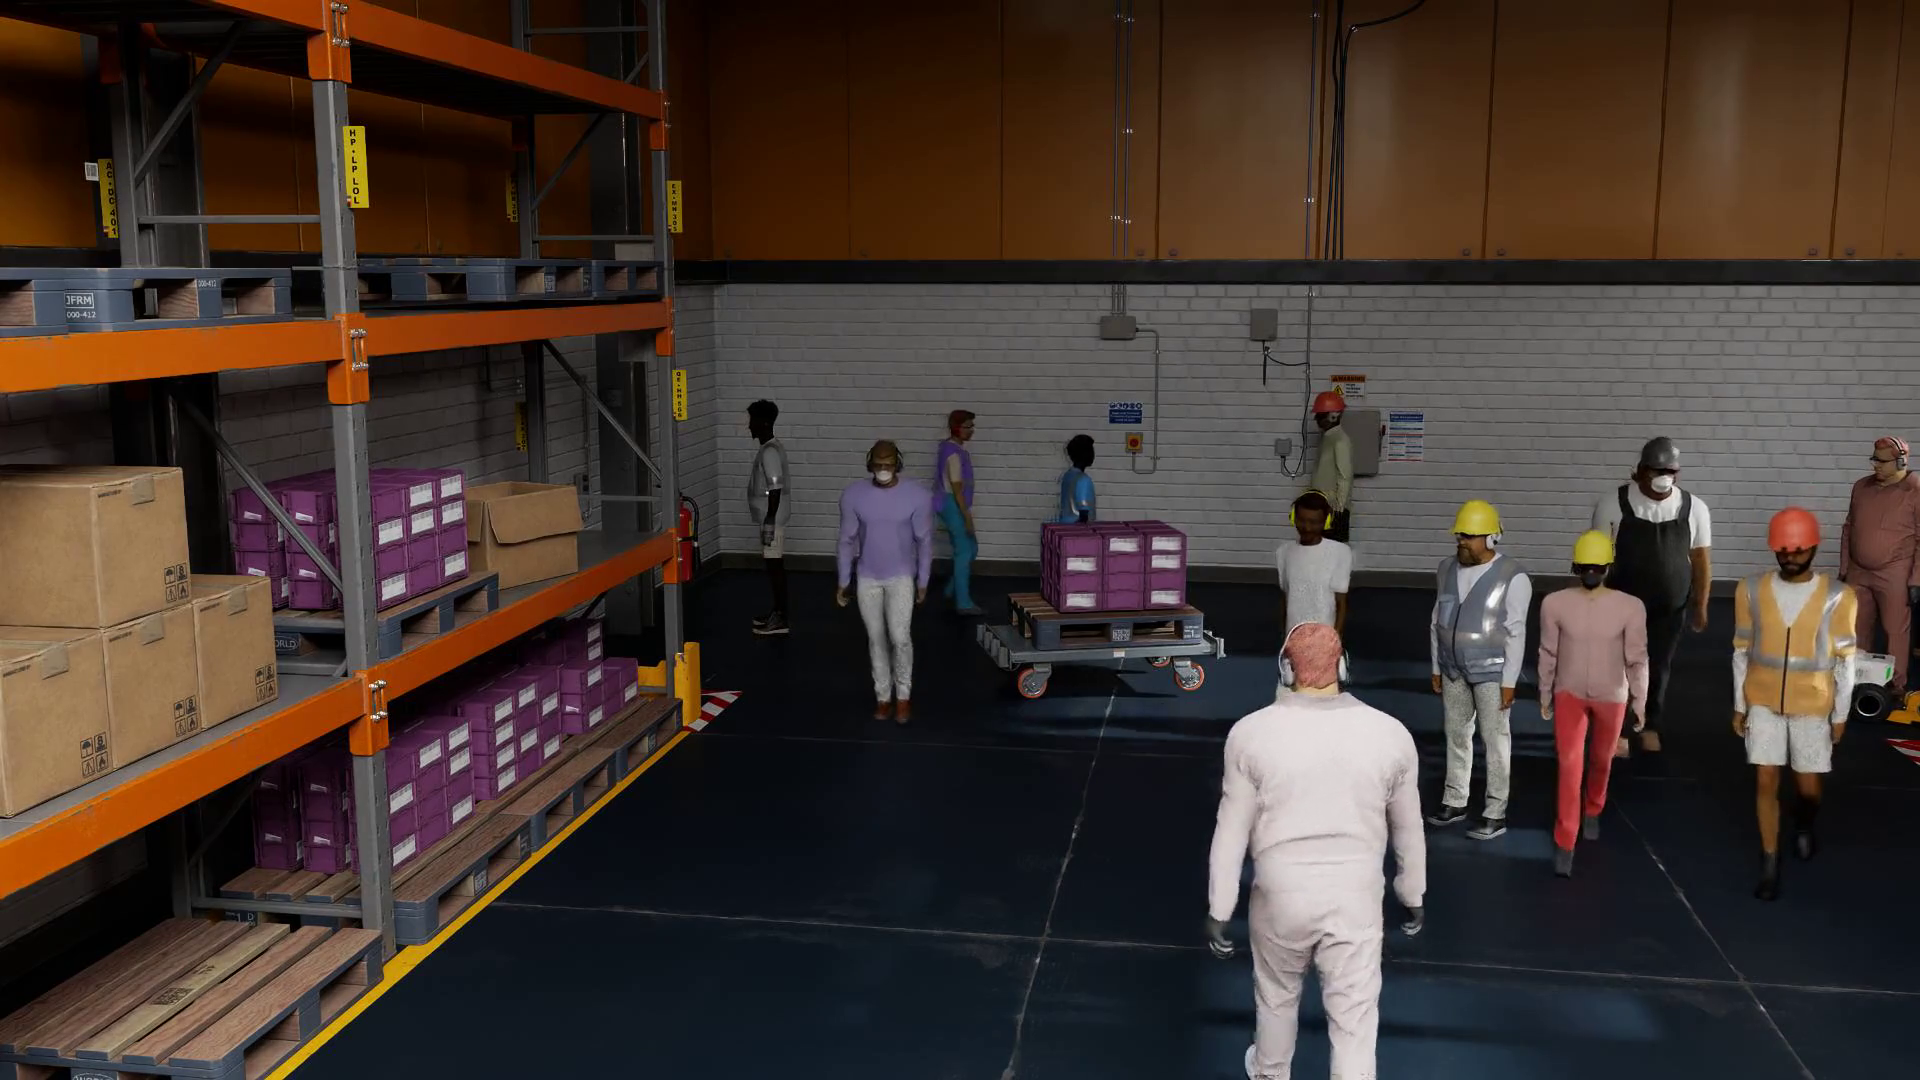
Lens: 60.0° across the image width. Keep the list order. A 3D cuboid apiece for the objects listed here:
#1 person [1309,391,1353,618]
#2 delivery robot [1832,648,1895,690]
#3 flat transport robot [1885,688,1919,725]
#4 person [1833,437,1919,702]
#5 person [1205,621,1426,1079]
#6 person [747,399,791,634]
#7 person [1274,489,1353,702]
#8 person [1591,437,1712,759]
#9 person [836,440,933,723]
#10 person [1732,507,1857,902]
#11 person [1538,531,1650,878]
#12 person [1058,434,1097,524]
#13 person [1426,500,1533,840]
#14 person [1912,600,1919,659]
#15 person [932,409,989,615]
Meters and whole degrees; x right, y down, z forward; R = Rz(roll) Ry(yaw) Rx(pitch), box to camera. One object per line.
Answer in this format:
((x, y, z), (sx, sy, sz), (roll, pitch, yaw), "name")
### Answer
((3.220, -0.306, 14.529), (0.401, 1.989, 0.623), (0, 9, 0), "person")
((5.990, 0.874, 11.390), (0.707, 0.478, 0.477), (6, 11, 31), "delivery robot")
((6.873, 1.150, 10.845), (0.652, 0.197, 1.431), (-8, 12, -42), "flat transport robot")
((6.345, 0.236, 11.476), (0.406, 1.902, 0.639), (-5, 10, -27), "person")
((1.217, 1.198, 5.696), (0.746, 1.845, 0.982), (1, 9, 4), "person")
((-1.599, -0.197, 13.938), (0.362, 1.963, 0.614), (-1, 9, -5), "person")
((2.029, 0.594, 9.567), (0.485, 1.819, 0.957), (6, 11, 33), "person")
((4.293, 0.354, 10.315), (0.705, 2.000, 0.791), (2, 9, 11), "person")
((-0.514, 0.281, 11.138), (0.624, 1.915, 0.542), (2, 9, 11), "person")
((4.062, 0.769, 8.142), (0.542, 1.917, 0.629), (6, 11, 33), "person")
((3.260, 0.795, 8.591), (0.537, 1.723, 0.901), (3, 10, 21), "person")
((0.953, -0.039, 13.812), (0.416, 1.685, 0.550), (-2, 9, -10), "person")
((2.763, 0.687, 8.946), (0.405, 1.824, 0.585), (-7, 11, -36), "person")
((7.587, 0.051, 12.780), (0.345, 1.847, 0.507), (1, 9, 8), "person")
((0.002, -0.238, 14.597), (0.485, 1.828, 0.600), (0, 9, 2), "person")
